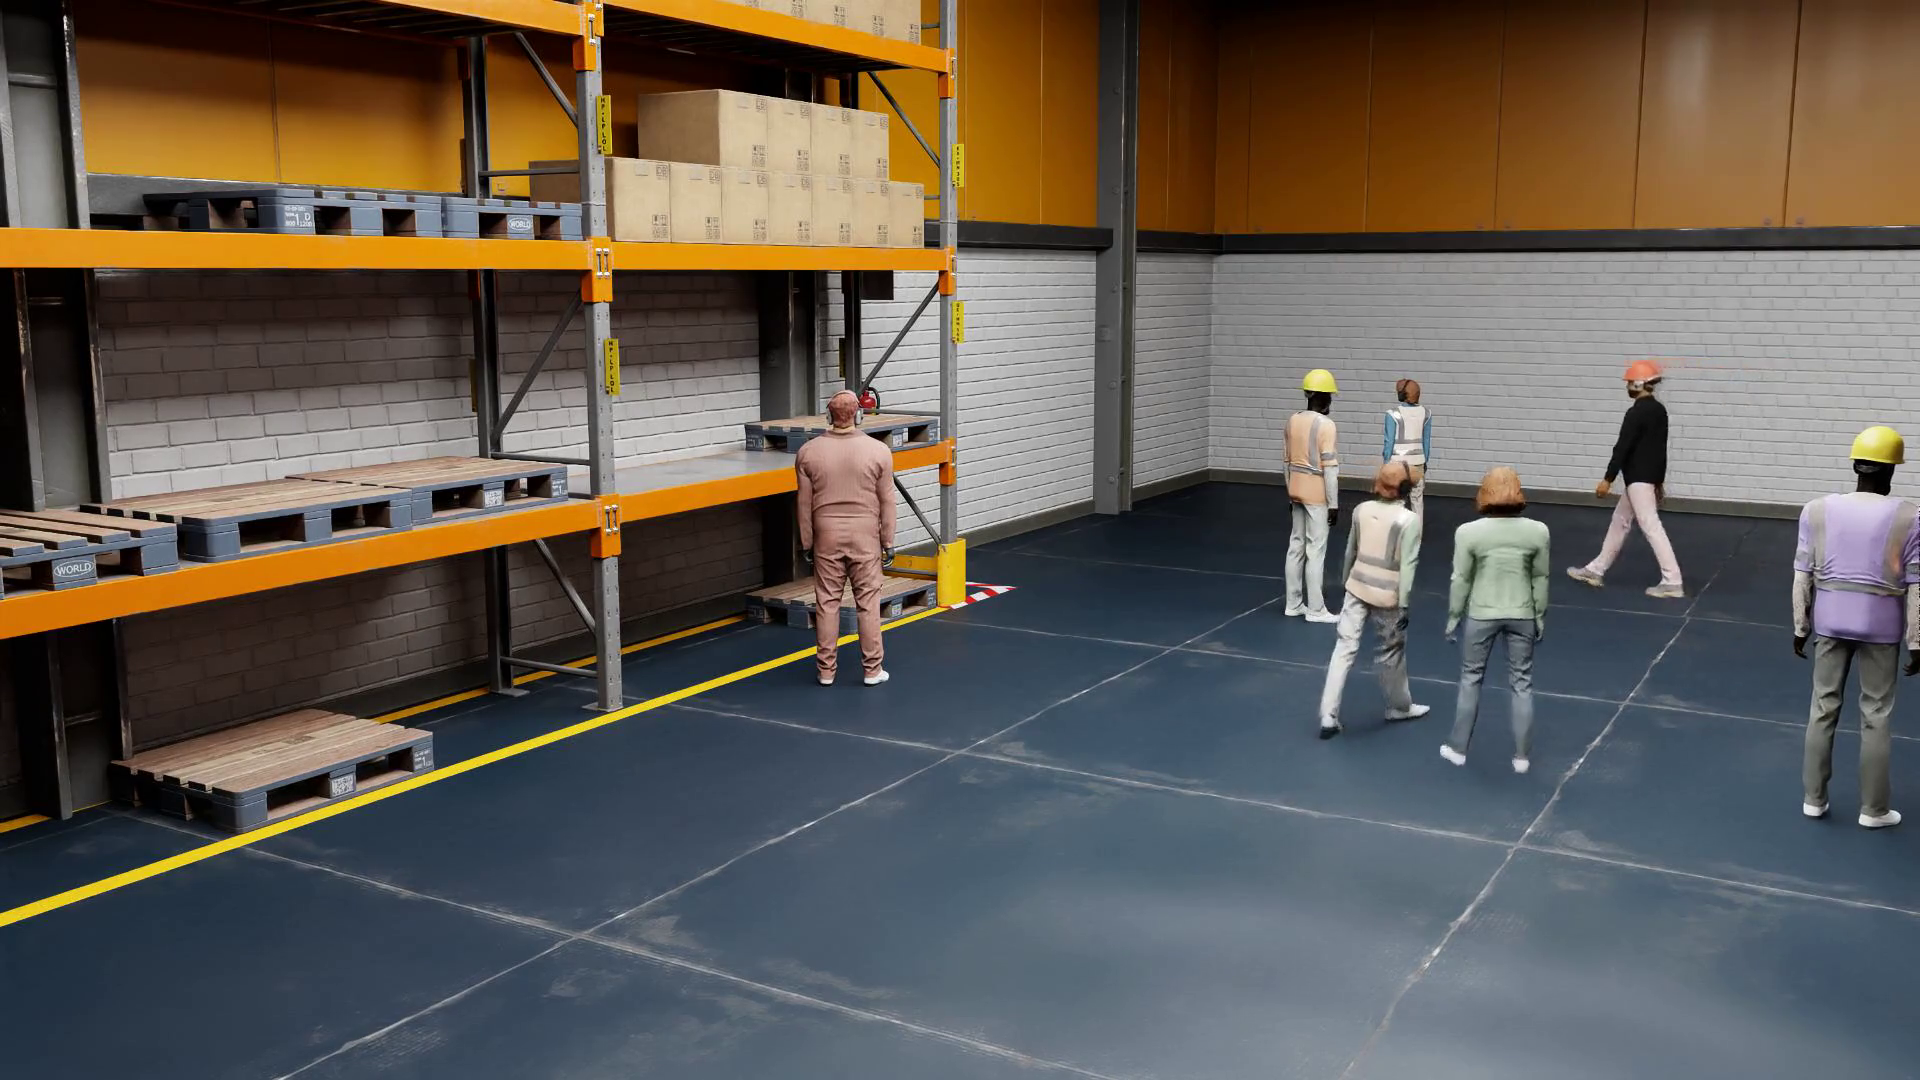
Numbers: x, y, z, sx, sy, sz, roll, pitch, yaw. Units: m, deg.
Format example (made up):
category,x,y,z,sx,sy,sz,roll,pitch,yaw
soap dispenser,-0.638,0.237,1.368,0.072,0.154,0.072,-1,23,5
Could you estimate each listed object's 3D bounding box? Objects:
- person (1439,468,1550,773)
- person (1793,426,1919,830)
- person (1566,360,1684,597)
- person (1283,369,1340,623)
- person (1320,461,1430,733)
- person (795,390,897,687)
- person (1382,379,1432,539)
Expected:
category,x,y,z,sx,sy,sz,roll,pitch,yaw
person,2.865,0.425,8.898,0.516,1.625,0.367,1,9,7
person,4.313,0.416,7.978,0.591,1.926,0.387,9,13,43
person,5.587,-0.516,13.762,1.030,1.943,0.608,7,12,39
person,2.688,-0.333,12.650,0.370,1.929,0.586,-4,10,-25
person,2.388,0.326,9.598,0.879,1.581,0.603,-7,11,-36
person,-0.718,-0.005,10.654,0.641,1.913,0.407,1,9,4
person,4.290,-0.727,15.997,0.522,1.642,0.306,-3,10,-20
